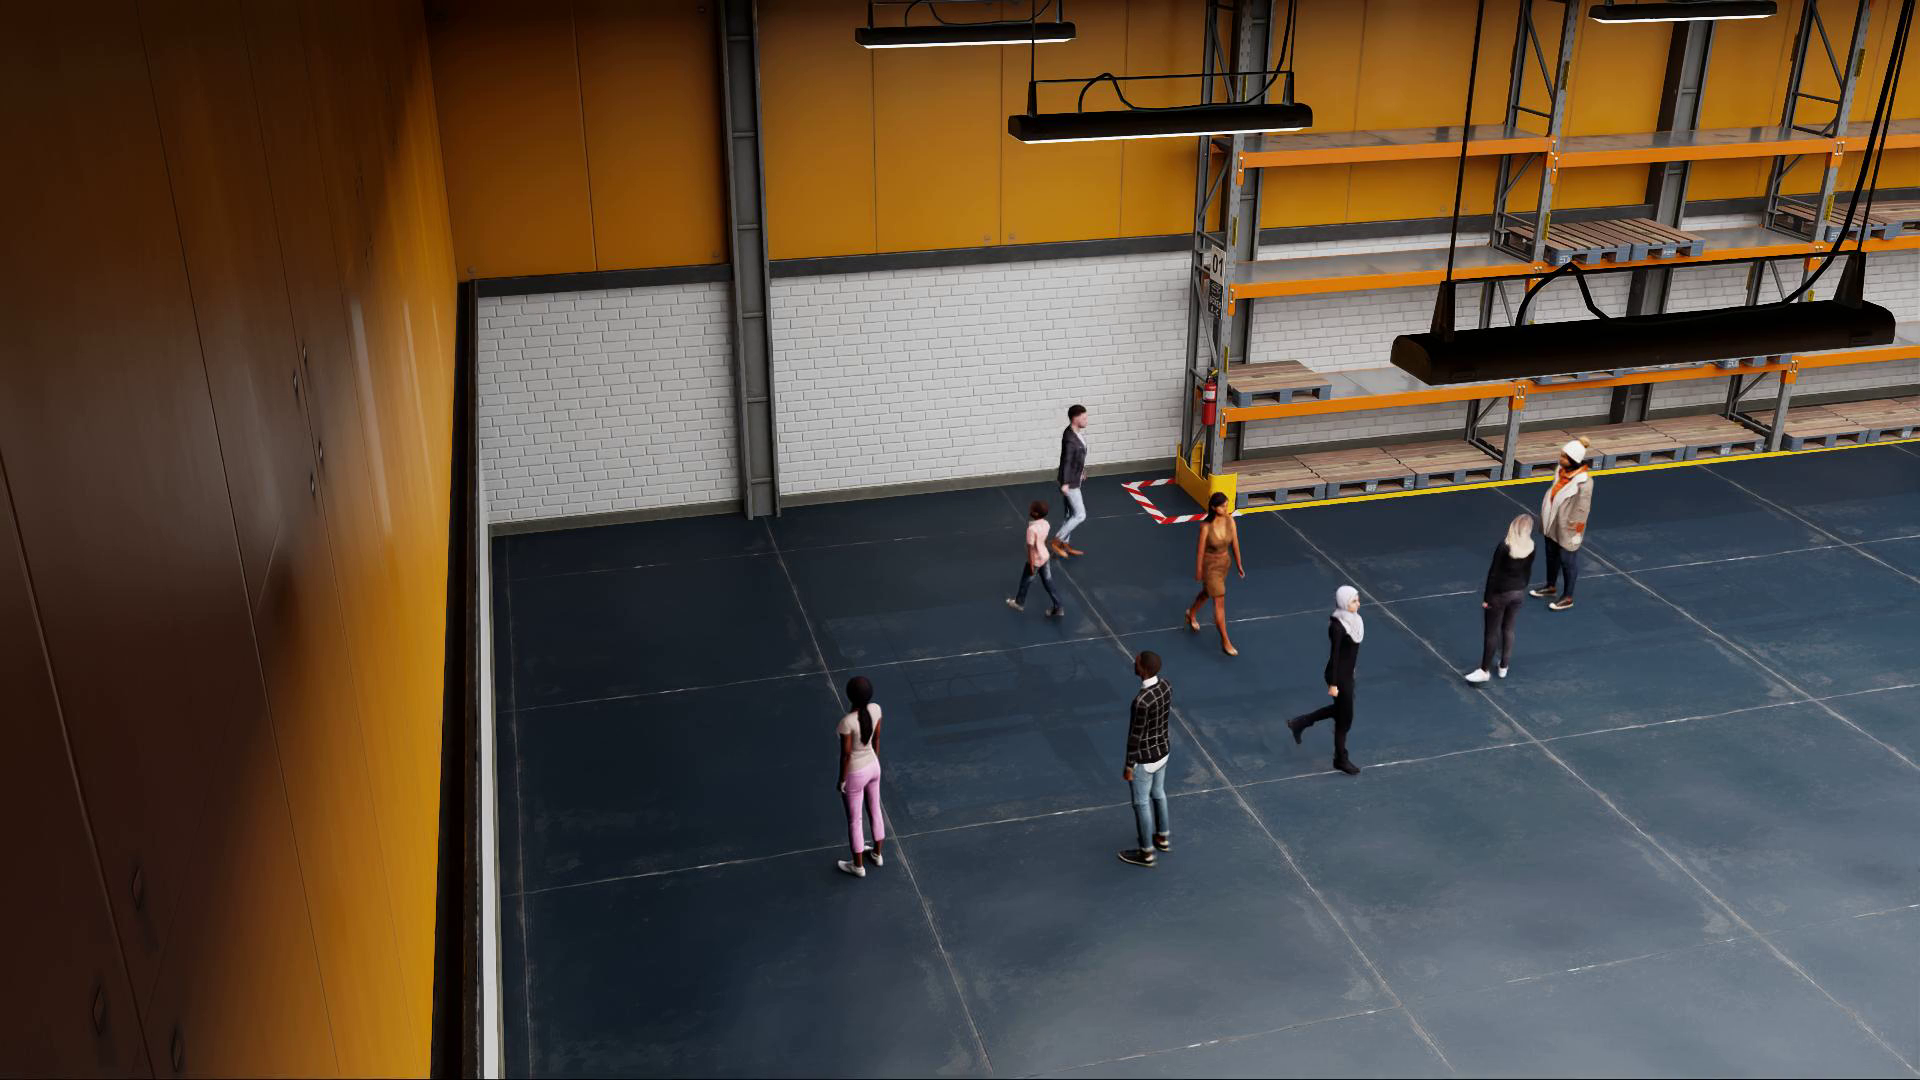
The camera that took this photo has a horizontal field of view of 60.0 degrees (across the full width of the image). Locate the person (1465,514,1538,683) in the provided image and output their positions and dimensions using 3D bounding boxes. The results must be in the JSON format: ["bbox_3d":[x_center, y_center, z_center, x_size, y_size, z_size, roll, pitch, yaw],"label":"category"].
[{"bbox_3d":[5.232,0.570,15.976,0.536,1.663,0.906,-14,27,-29],"label":"person"}]

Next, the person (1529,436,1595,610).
[{"bbox_3d":[6.374,-0.205,17.460,0.647,1.896,0.692,-7,25,-16],"label":"person"}]

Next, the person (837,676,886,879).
[{"bbox_3d":[-0.776,1.827,13.005,0.709,1.741,0.613,20,31,38],"label":"person"}]

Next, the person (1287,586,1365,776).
[{"bbox_3d":[3.225,1.191,14.436,1.028,1.759,0.978,14,27,29],"label":"person"}]

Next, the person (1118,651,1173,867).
[{"bbox_3d":[1.507,1.712,13.172,0.798,1.816,0.713,16,28,33],"label":"person"}]

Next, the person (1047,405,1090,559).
[{"bbox_3d":[1.148,-0.647,18.563,0.770,1.822,0.767,1,24,2],"label":"person"}]

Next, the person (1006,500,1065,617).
[{"bbox_3d":[0.866,0.220,17.254,0.899,1.280,0.916,18,30,36],"label":"person"}]

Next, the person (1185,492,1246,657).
[{"bbox_3d":[2.497,0.286,16.650,1.094,1.645,0.889,-15,28,-31],"label":"person"}]
